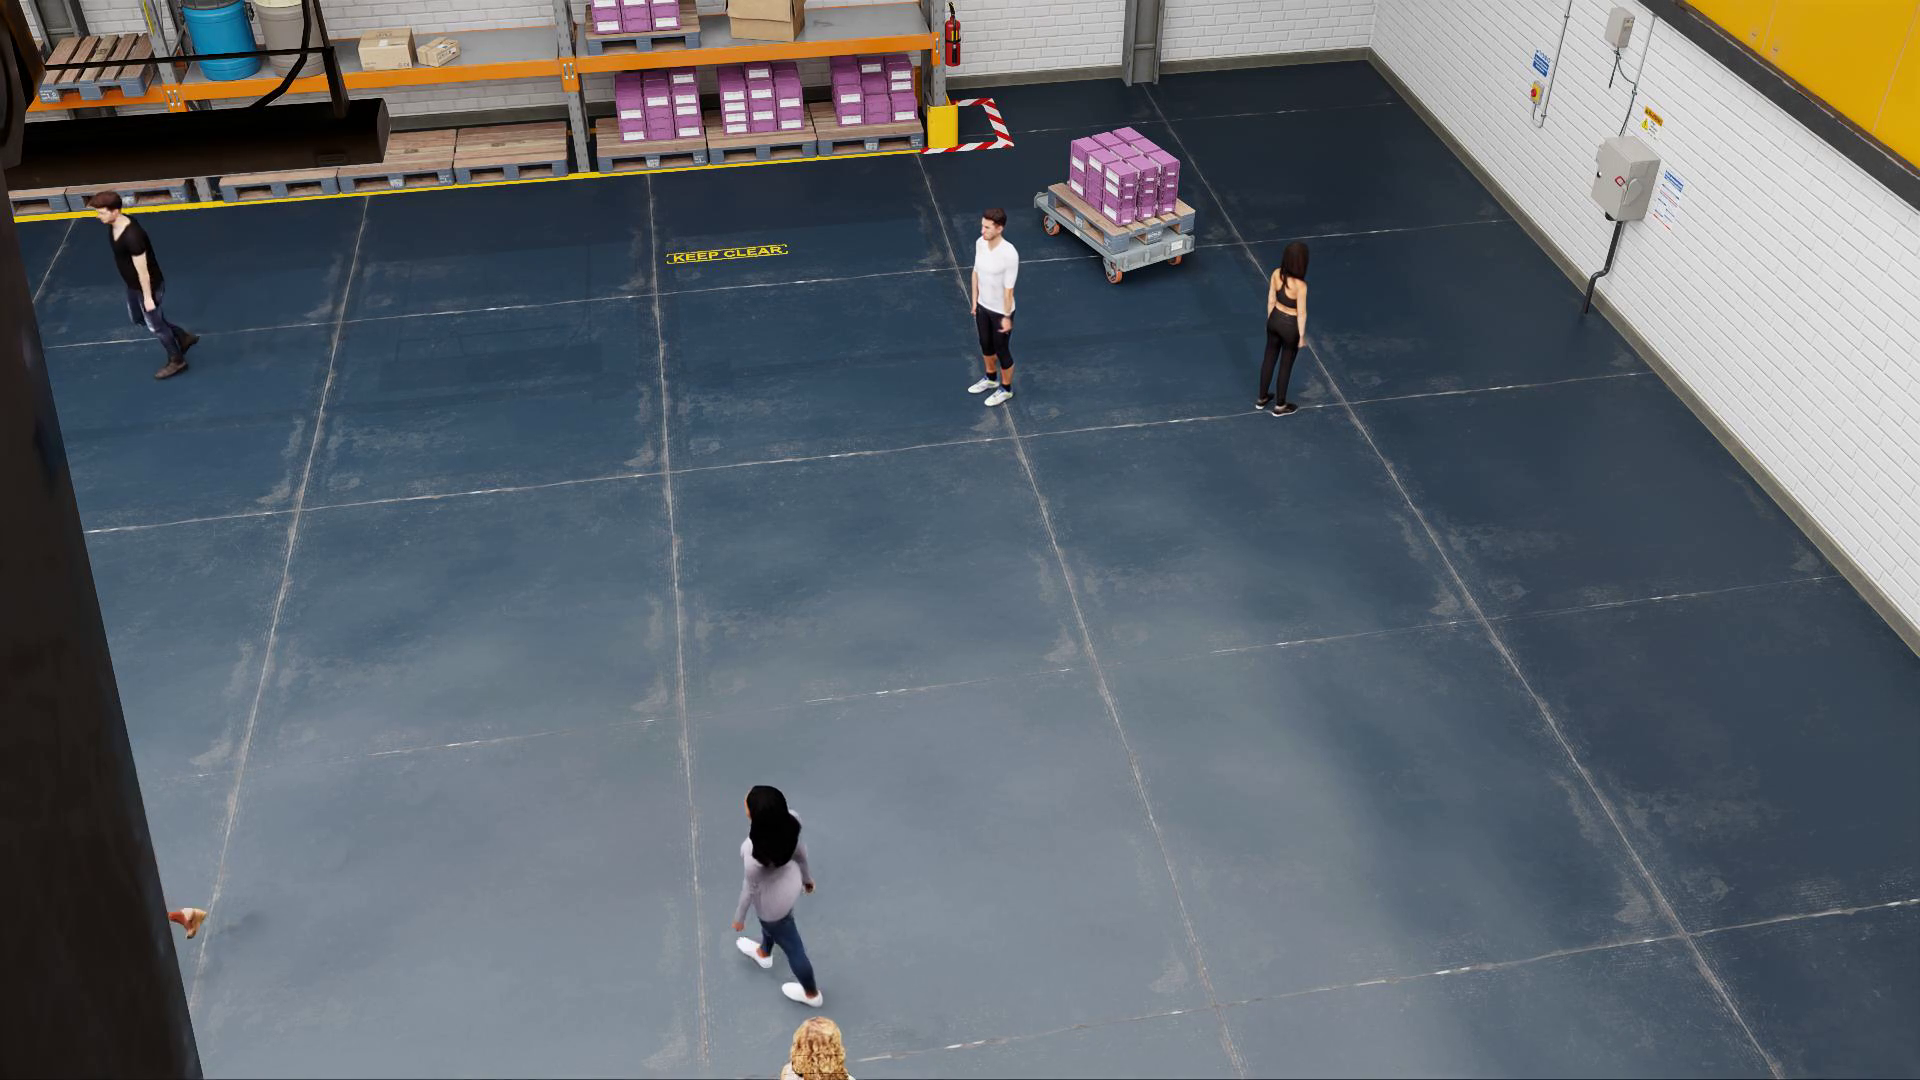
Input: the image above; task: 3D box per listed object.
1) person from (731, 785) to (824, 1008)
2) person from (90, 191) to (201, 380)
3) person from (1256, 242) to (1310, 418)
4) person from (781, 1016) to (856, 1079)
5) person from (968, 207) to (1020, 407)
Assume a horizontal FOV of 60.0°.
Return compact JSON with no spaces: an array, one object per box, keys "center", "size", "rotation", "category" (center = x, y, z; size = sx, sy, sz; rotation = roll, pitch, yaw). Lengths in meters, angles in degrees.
[{"center":[-0.939,2.054,9.369],"size":[1.037,1.710,0.947],"rotation":[18,42,22],"category":"person"},{"center":[-7.093,-2.276,14.661],"size":[0.942,1.873,0.888],"rotation":[-23,44,-26],"category":"person"},{"center":[2.777,-1.816,14.269],"size":[0.647,1.644,0.629],"rotation":[-29,47,-32],"category":"person"},{"center":[-0.697,3.035,8.194],"size":[0.846,1.645,0.875],"rotation":[15,41,18],"category":"person"},{"center":[0.312,-2.034,14.378],"size":[0.749,1.848,0.740],"rotation":[-29,47,-31],"category":"person"}]
